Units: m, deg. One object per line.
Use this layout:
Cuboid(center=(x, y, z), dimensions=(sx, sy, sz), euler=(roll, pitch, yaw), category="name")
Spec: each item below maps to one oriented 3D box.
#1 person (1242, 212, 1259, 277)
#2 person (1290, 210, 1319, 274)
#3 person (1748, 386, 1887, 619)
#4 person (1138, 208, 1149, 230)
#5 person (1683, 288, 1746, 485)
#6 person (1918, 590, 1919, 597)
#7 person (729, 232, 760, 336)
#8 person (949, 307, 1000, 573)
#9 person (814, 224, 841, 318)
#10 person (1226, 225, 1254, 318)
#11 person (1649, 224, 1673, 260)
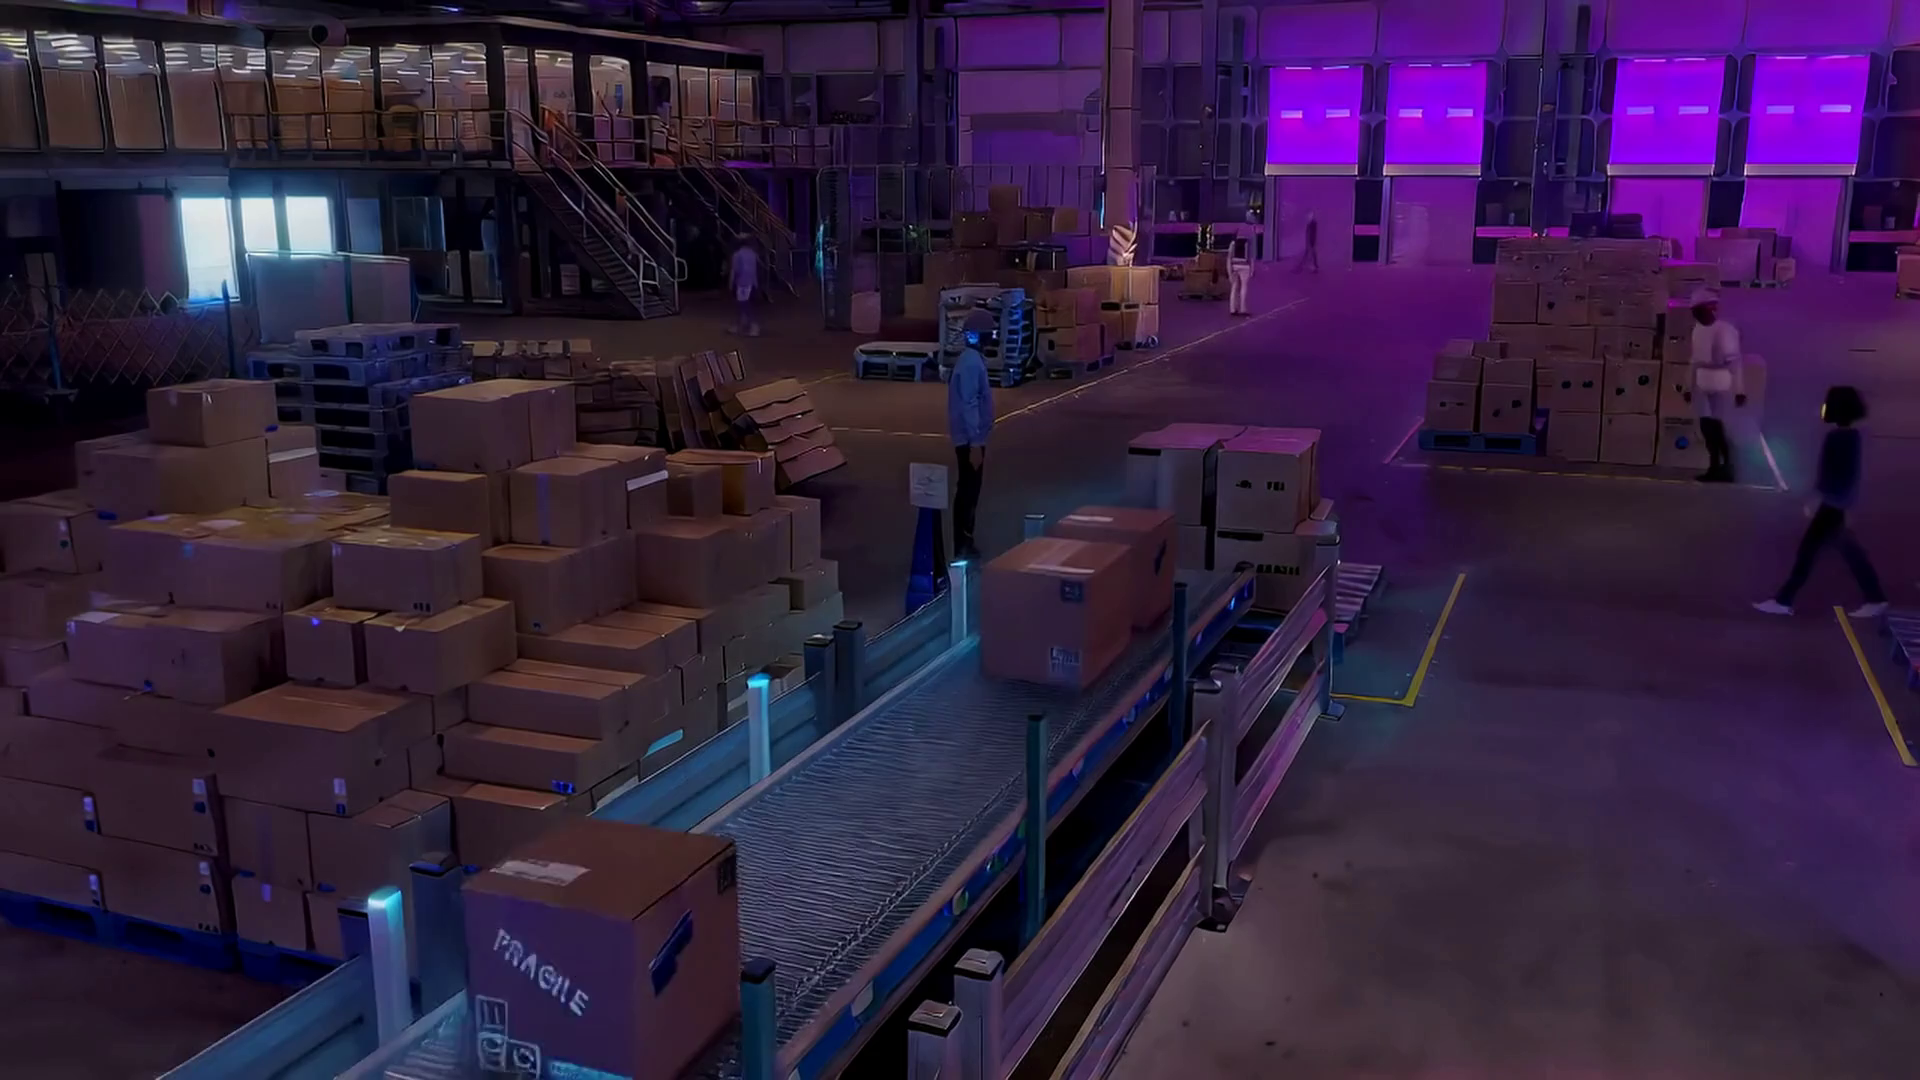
Cuboid(center=(8.159, -8.291, 46.794), dimensions=(0.544, 1.801, 0.924), euler=(-2, 13, -10), category="person")
Cuboid(center=(10.081, -8.637, 48.300), dimensions=(0.924, 1.825, 0.566), euler=(10, 16, 38), category="person")
Cuboid(center=(5.893, -0.244, 11.198), dimensions=(0.865, 1.591, 0.522), euler=(4, 13, 18), category="person")
Cuboid(center=(5.642, -9.544, 52.438), dimensions=(0.845, 1.795, 0.632), euler=(5, 14, 22), category="person")
Cuboid(center=(7.249, -1.480, 16.060), dimensions=(0.524, 1.889, 0.568), euler=(-3, 13, -13), category="person")
Cuboid(center=(6.989, -0.391, 10.934), dimensions=(1.024, 1.990, 0.642), euler=(9, 15, 34), category="person")
Cuboid(center=(-3.974, -4.713, 30.594), dimensions=(0.959, 1.890, 0.557), euler=(10, 16, 39), category="person")
Cuboid(center=(0.106, -0.760, 12.597), dimensions=(0.380, 1.996, 0.608), euler=(0, 13, -1), category="person")
Cuboid(center=(-2.710, -5.497, 34.051), dimensions=(0.586, 1.911, 0.396), euler=(-7, 14, -29), category="person")
Cuboid(center=(5.738, -5.496, 34.090), dimensions=(0.584, 1.883, 0.337), euler=(7, 14, 29), category="person")
Cuboid(center=(15.223, -5.972, 36.334), dimensions=(0.976, 1.843, 0.591), euler=(-10, 16, -38), category="person")
